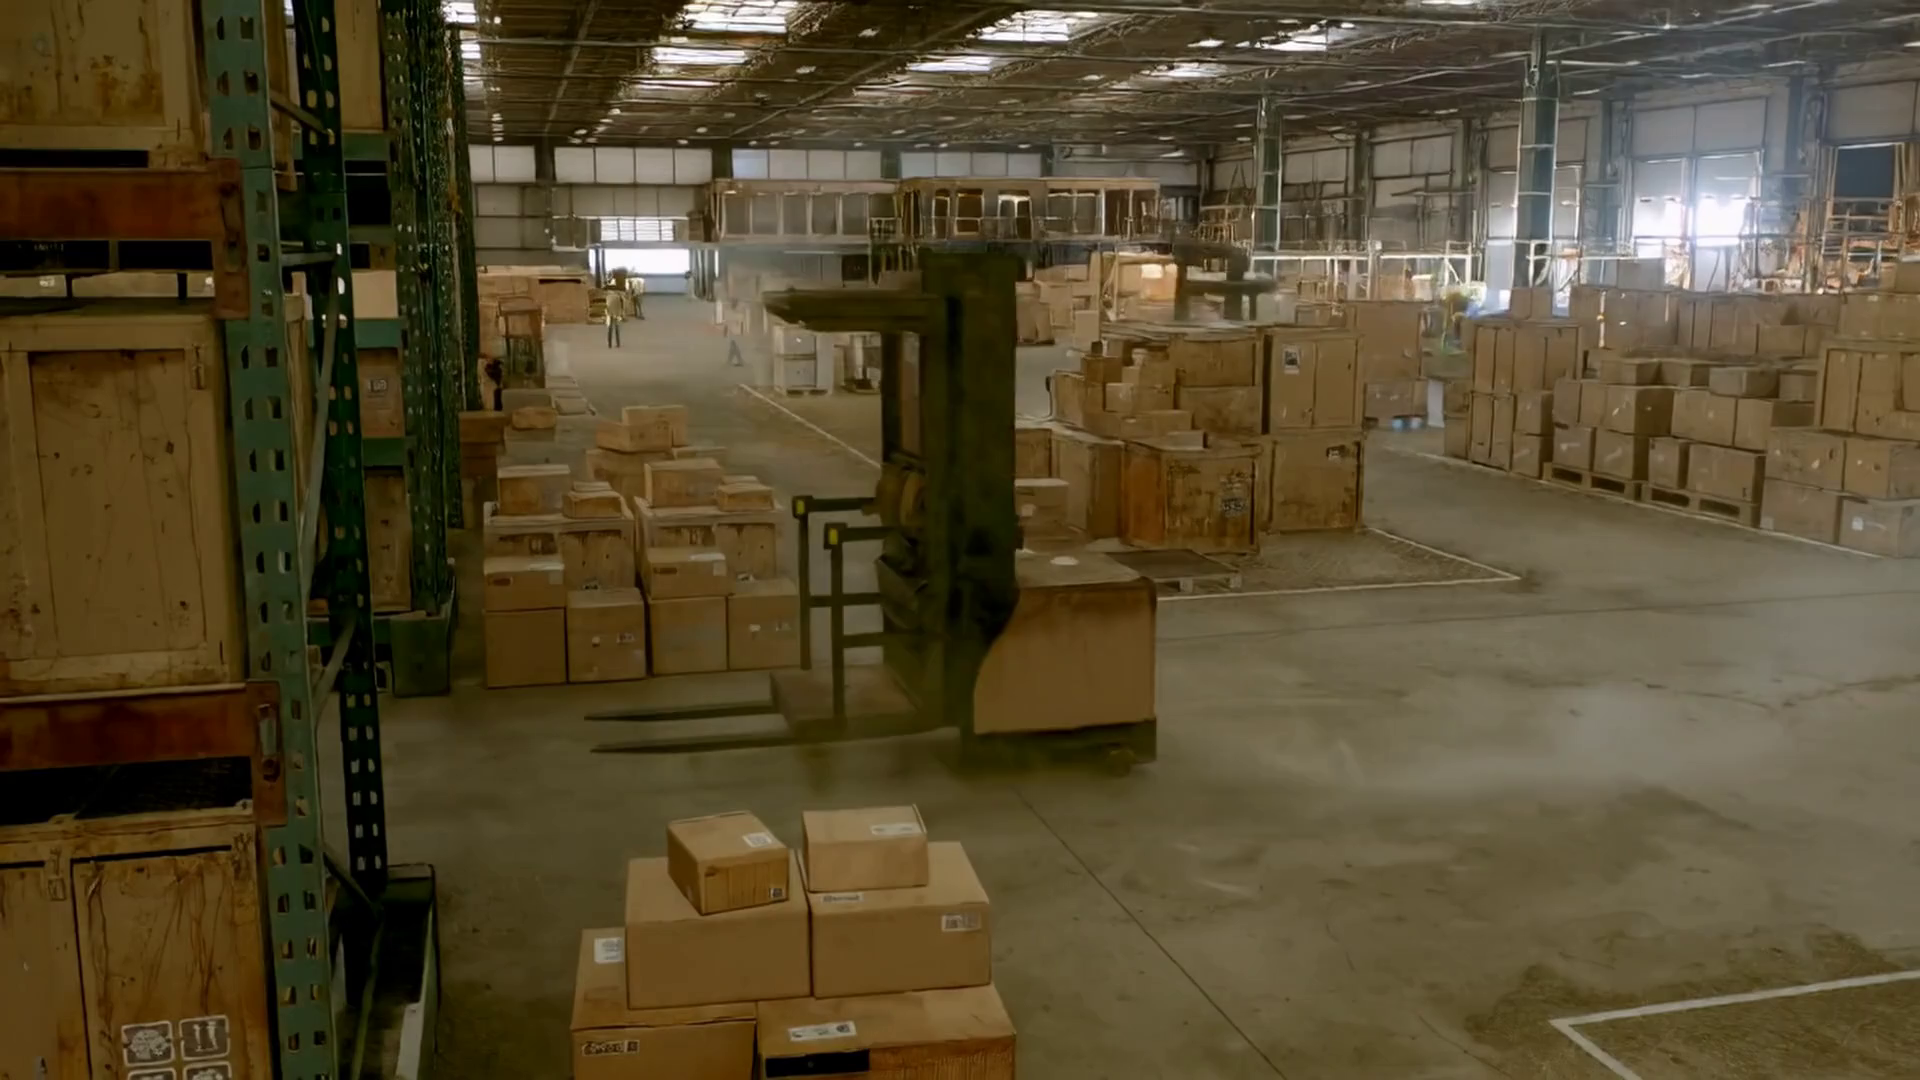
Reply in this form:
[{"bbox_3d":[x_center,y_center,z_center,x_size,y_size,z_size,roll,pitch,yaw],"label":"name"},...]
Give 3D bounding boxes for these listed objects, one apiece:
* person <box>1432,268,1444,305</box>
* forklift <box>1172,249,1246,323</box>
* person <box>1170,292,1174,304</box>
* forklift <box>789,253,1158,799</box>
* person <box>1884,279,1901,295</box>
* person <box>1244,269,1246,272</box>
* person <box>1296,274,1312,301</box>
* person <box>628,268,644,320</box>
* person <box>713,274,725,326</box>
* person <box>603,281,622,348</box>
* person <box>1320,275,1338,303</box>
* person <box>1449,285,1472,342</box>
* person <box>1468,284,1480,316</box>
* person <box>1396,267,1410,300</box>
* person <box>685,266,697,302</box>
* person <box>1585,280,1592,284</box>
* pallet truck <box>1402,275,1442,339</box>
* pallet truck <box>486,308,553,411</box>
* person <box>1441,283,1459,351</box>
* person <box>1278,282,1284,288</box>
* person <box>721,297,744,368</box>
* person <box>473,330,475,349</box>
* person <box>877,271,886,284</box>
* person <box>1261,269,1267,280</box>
[{"bbox_3d":[21.437,-11.264,74.764,0.543,1.878,1.005,-2,10,-9],"label":"person"},{"bbox_3d":[3.316,-2.514,22.408,1.129,2.768,1.873,-3,10,-15],"label":"forklift"},{"bbox_3d":[6.130,-6.541,48.047,0.818,1.890,0.629,4,11,22],"label":"person"},{"bbox_3d":[0.062,-0.157,9.064,1.873,2.768,1.129,-3,10,-15],"label":"forklift"},{"bbox_3d":[26.662,-6.480,47.532,0.542,1.939,0.359,-3,10,-16],"label":"person"},{"bbox_3d":[16.268,-15.138,96.476,0.624,1.970,0.786,0,10,1],"label":"person"},{"bbox_3d":[12.543,-8.763,60.672,0.623,1.894,1.002,7,12,33],"label":"person"},{"bbox_3d":[-12.641,-9.562,64.767,0.620,2.016,0.787,-9,13,-42],"label":"person"},{"bbox_3d":[-8.735,-8.674,60.206,0.328,1.858,0.501,7,12,36],"label":"person"},{"bbox_3d":[-9.844,-6.389,47.130,0.553,1.907,0.932,0,10,-1],"label":"person"},{"bbox_3d":[13.617,-8.899,61.562,0.661,1.815,0.783,-1,10,-7],"label":"person"},{"bbox_3d":[12.759,-5.571,42.496,0.594,1.896,0.734,8,13,38],"label":"person"},{"bbox_3d":[16.073,-7.209,52.364,0.548,1.682,0.518,5,11,25],"label":"person"},{"bbox_3d":[20.987,-12.005,78.941,0.610,1.894,0.992,-1,10,-4],"label":"person"},{"bbox_3d":[-13.883,-13.197,85.854,0.603,1.830,0.976,-2,10,-12],"label":"person"},{"bbox_3d":[19.073,-6.981,50.654,0.504,1.840,0.345,-4,11,-23],"label":"person"},{"bbox_3d":[14.620,-7.324,52.145,0.823,1.965,1.885,8,13,40],"label":"pallet truck"},{"bbox_3d":[-6.242,-2.418,24.362,0.823,1.965,1.885,1,10,3],"label":"pallet truck"},{"bbox_3d":[12.819,-5.724,43.305,0.792,1.921,0.636,-7,12,-35],"label":"person"},{"bbox_3d":[10.200,-7.361,53.087,0.505,1.726,0.377,4,11,21],"label":"person"},{"bbox_3d":[-5.456,-4.918,39.455,0.546,1.653,0.829,8,13,38],"label":"person"},{"bbox_3d":[-12.354,-5.434,41.319,0.715,2.000,1.044,6,12,31],"label":"person"},{"bbox_3d":[-2.782,-8.658,59.704,0.387,1.992,0.626,7,12,35],"label":"person"},{"bbox_3d":[12.980,-10.715,71.615,0.744,1.907,0.591,-2,10,-13],"label":"person"}]
